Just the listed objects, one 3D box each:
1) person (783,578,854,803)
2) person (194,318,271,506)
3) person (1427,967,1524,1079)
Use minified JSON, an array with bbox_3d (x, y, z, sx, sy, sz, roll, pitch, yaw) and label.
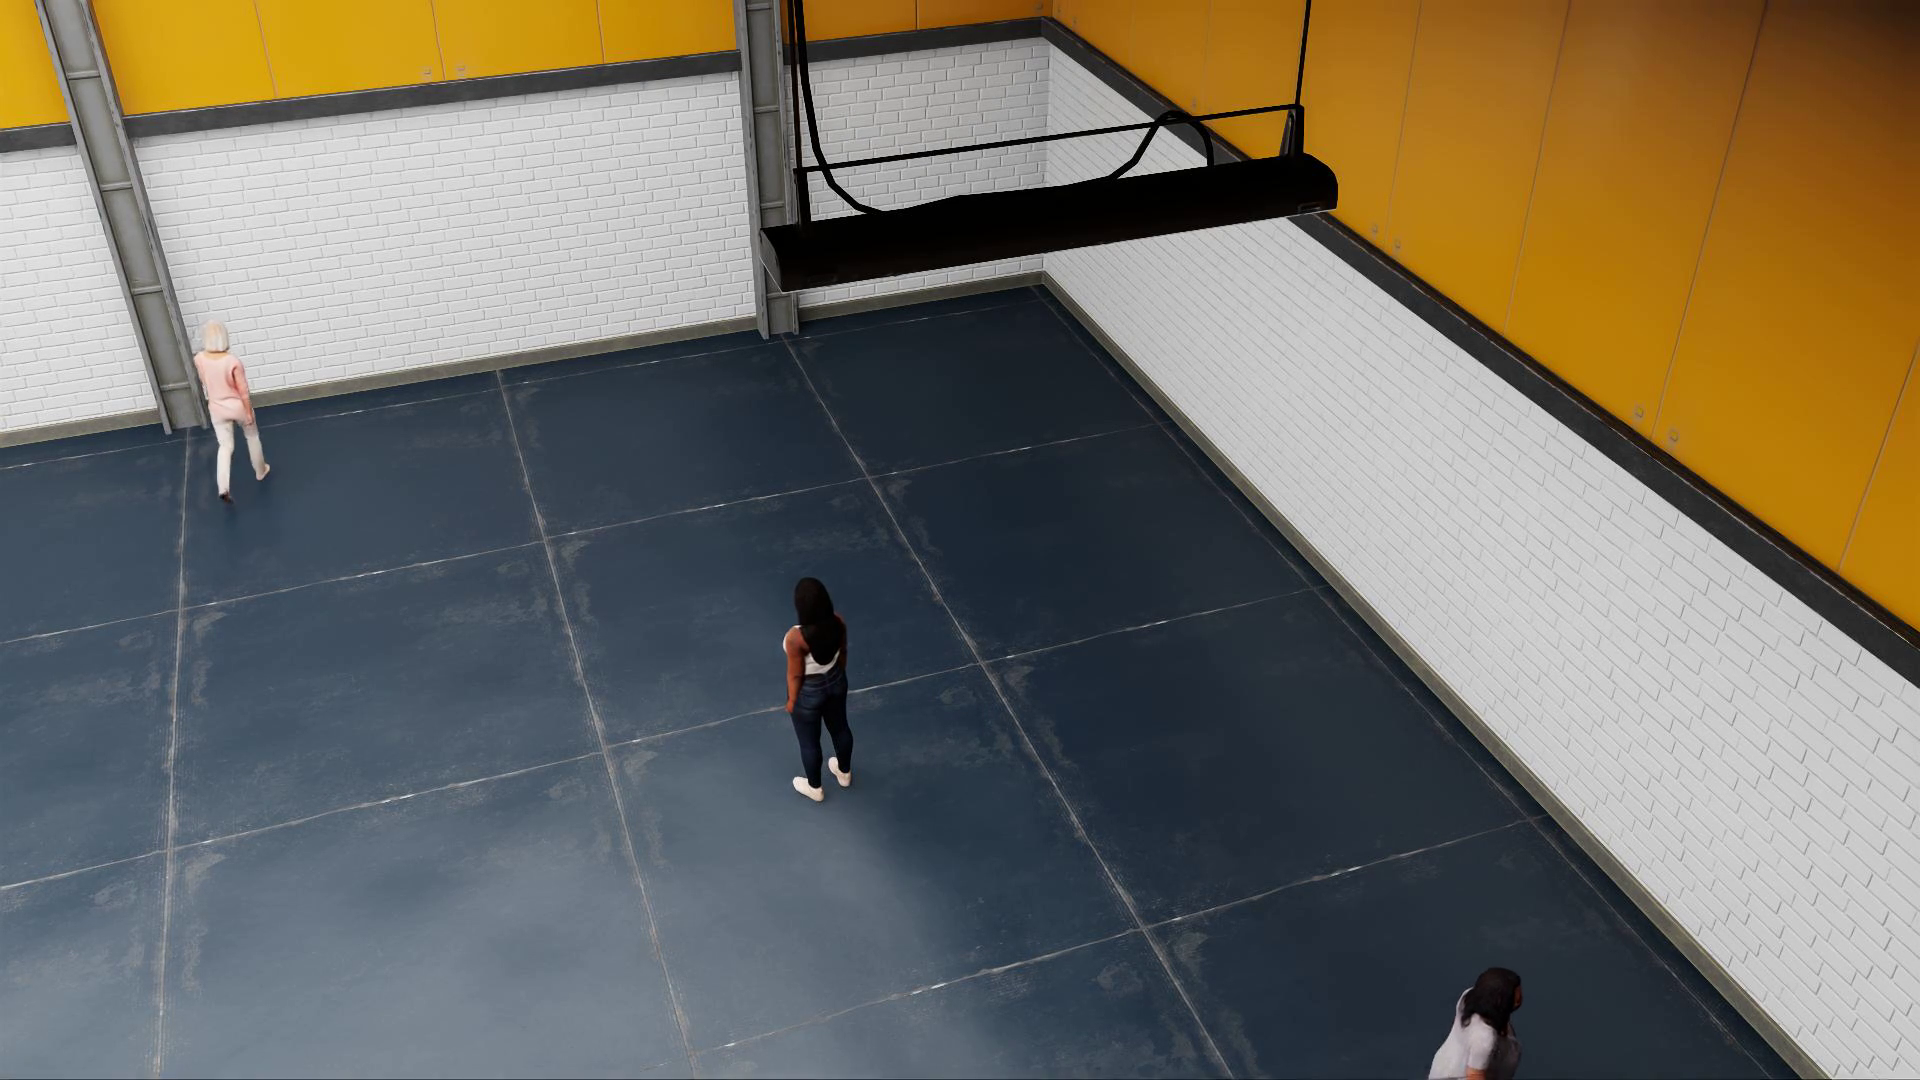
[{"bbox_3d":[-0.969,1.030,11.493,0.643,1.804,0.771,-23,40,-31],"label":"person"},{"bbox_3d":[-6.547,-1.127,14.833,1.092,1.699,0.914,0,34,0],"label":"person"},{"bbox_3d":[2.650,2.877,8.900,0.777,1.600,0.750,2,34,3],"label":"person"}]
